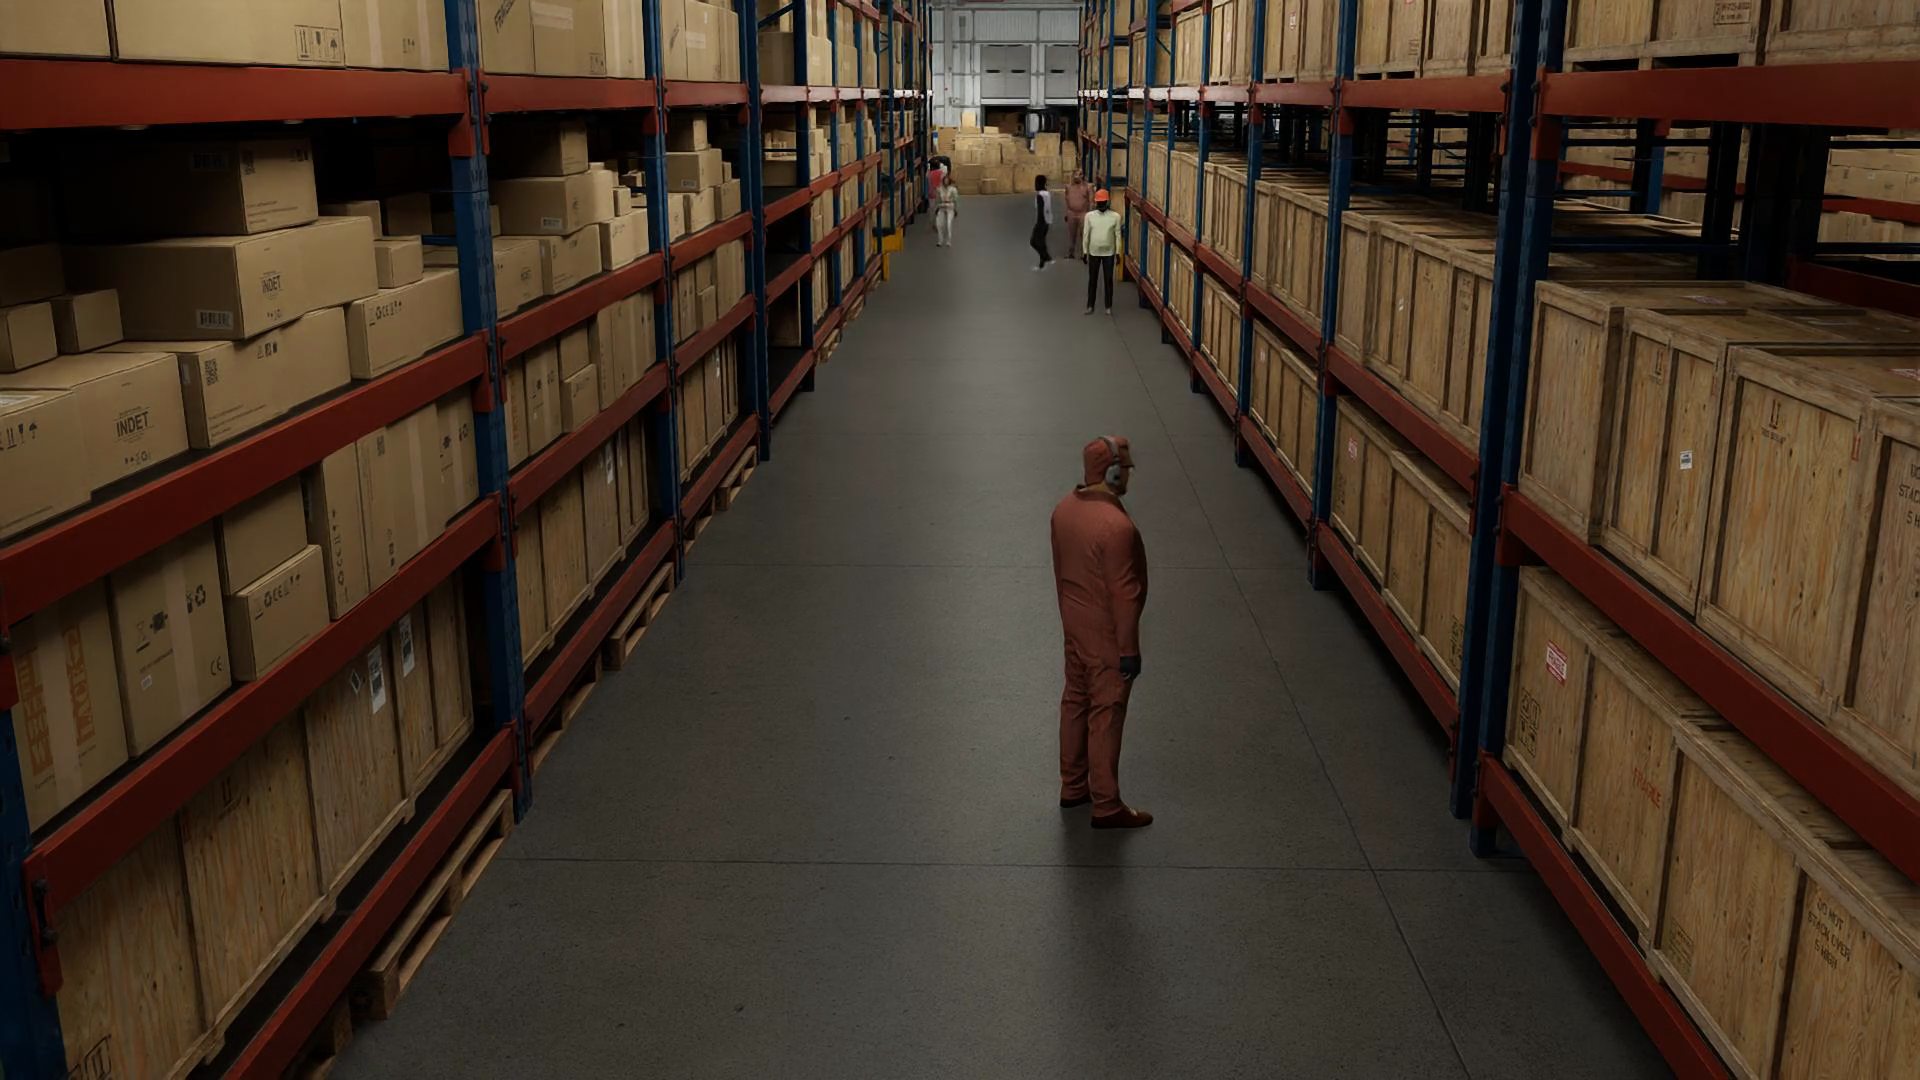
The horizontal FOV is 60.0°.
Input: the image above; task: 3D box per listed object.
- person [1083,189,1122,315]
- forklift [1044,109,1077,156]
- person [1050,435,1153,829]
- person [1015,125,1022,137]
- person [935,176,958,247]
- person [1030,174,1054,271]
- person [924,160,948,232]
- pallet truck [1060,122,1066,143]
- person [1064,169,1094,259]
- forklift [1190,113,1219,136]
[{"bbox_3d":[2.262,-4.589,26.542,0.617,1.993,0.396,3,15,12],"label":"person"},{"bbox_3d":[3.976,-17.027,71.143,1.873,2.768,1.129,-8,17,-28],"label":"forklift"},{"bbox_3d":[0.696,0.437,8.009,0.407,1.910,0.639,-7,17,-24],"label":"person"},{"bbox_3d":[2.936,-19.768,83.128,0.370,1.941,0.627,-1,15,-4],"label":"person"},{"bbox_3d":[-0.325,-7.555,38.298,0.541,1.602,0.705,2,15,9],"label":"person"},{"bbox_3d":[1.614,-6.287,33.027,0.444,1.905,0.625,4,16,14],"label":"person"},{"bbox_3d":[-0.606,-8.824,42.686,0.612,1.805,0.956,2,15,6],"label":"person"},{"bbox_3d":[5.788,-21.111,88.014,1.885,1.965,0.823,5,16,18],"label":"pallet truck"},{"bbox_3d":[2.519,-6.961,35.539,0.655,1.906,0.407,7,17,25],"label":"person"},{"bbox_3d":[8.078,-12.754,55.244,1.129,2.768,1.873,0,15,2],"label":"forklift"}]
